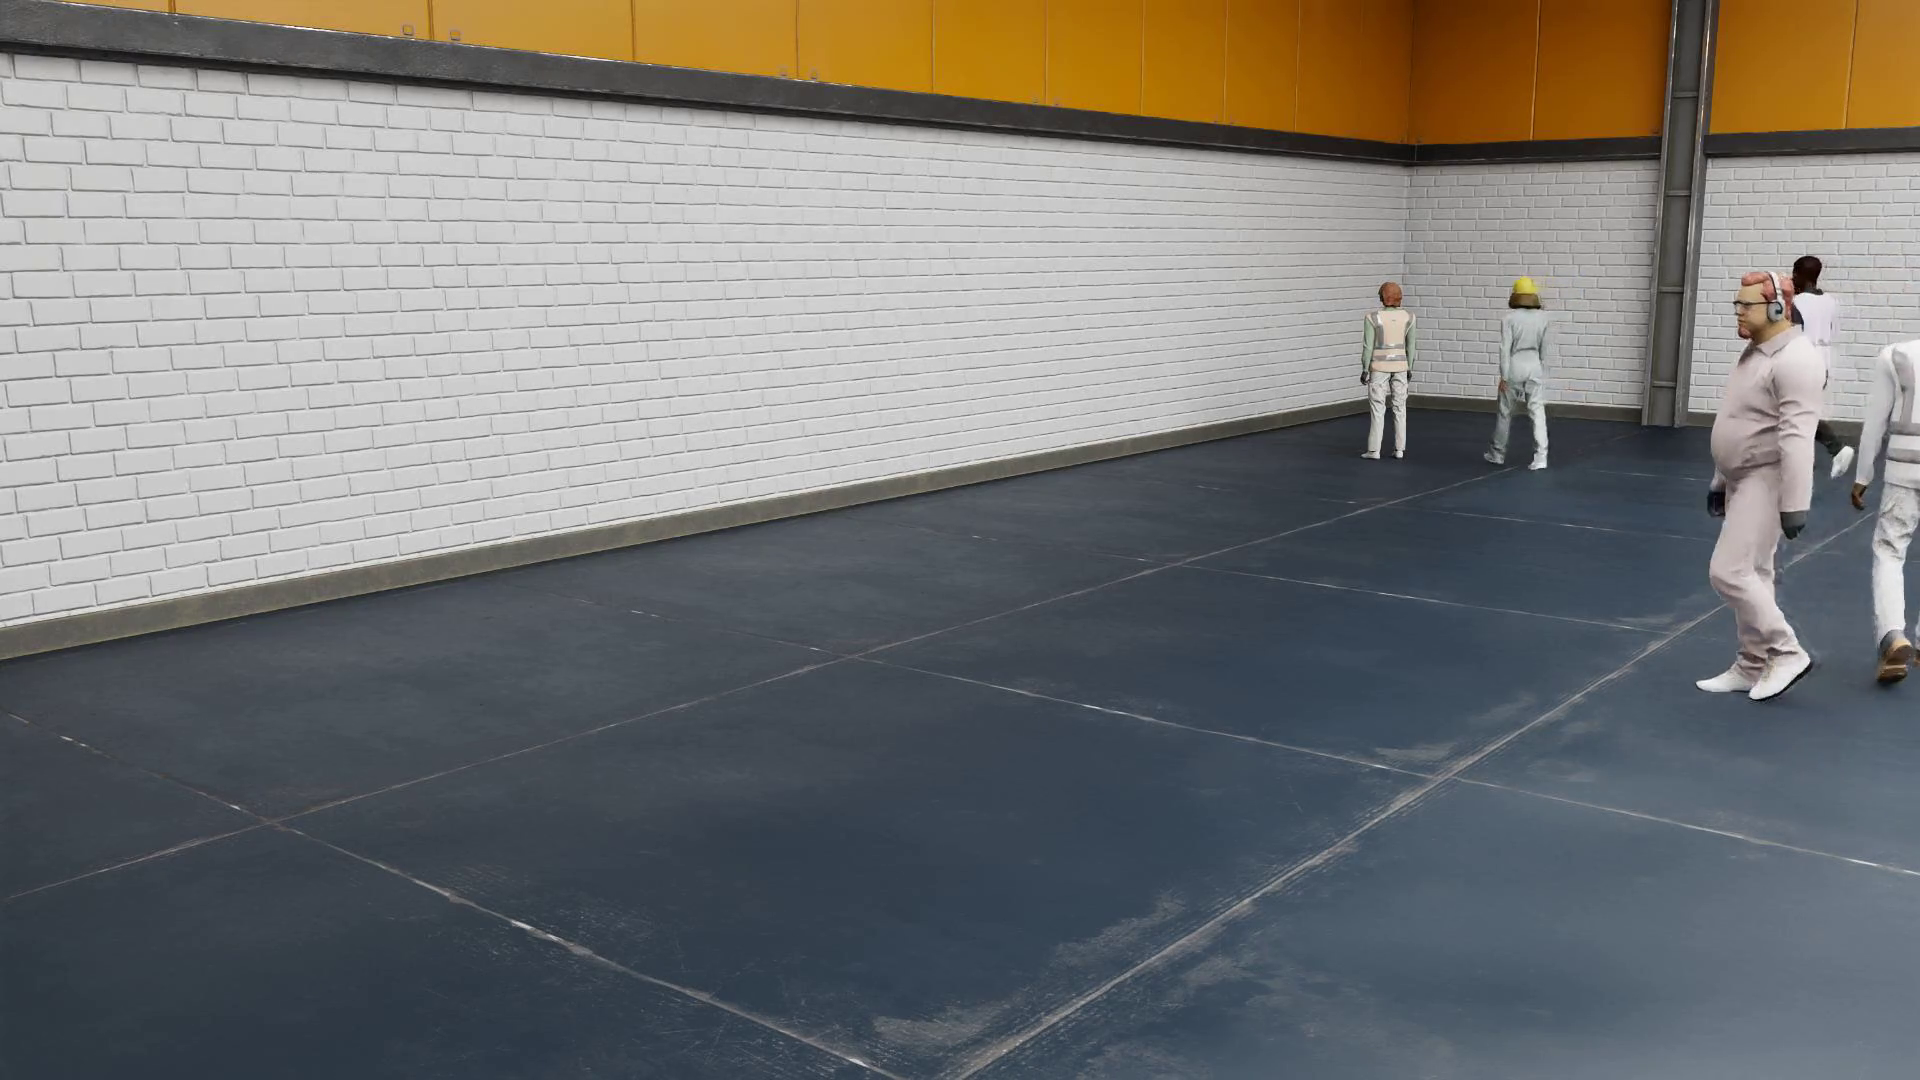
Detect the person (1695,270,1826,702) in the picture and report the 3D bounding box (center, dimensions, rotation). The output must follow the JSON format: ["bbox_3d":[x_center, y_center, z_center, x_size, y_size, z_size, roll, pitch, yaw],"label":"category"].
[{"bbox_3d":[3.477,-0.226,7.295,0.415,1.893,0.657,2,10,11],"label":"person"}]

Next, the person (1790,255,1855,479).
[{"bbox_3d":[7.040,-1.398,13.784,0.594,1.903,0.651,-8,13,-36],"label":"person"}]

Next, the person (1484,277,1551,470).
[{"bbox_3d":[5.012,-1.483,14.799,0.498,1.695,0.895,-2,10,-9],"label":"person"}]

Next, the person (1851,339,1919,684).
[{"bbox_3d":[4.460,-0.273,7.641,0.626,1.866,0.832,5,11,26],"label":"person"}]

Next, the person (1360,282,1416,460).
[{"bbox_3d":[3.940,-1.548,15.321,0.516,1.641,0.308,-2,10,-10],"label":"person"}]
